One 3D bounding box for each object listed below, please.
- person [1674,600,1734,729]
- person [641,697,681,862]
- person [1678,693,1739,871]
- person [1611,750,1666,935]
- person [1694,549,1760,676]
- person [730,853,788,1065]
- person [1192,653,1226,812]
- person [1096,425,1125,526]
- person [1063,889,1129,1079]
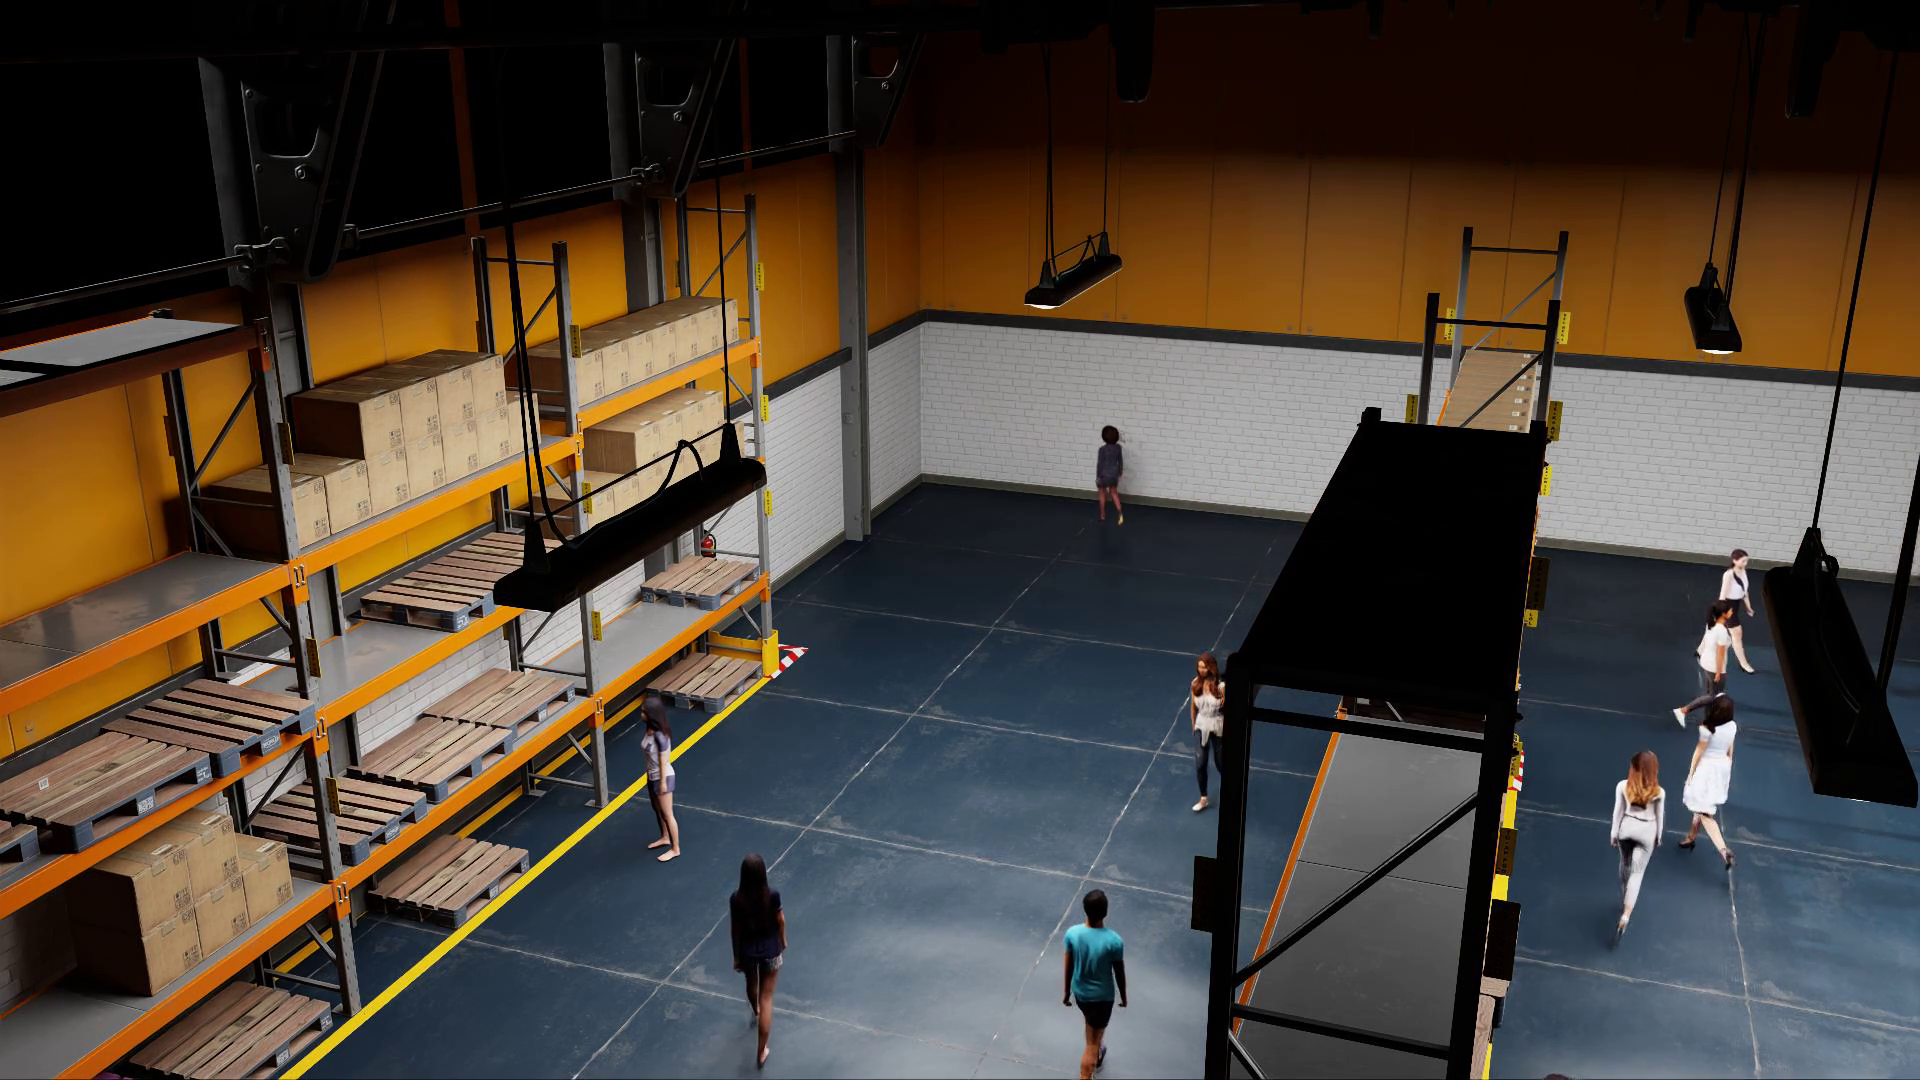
[{"bbox_3d":[8.646,1.477,19.266,0.792,1.632,0.866,1,19,2],"label":"person"},{"bbox_3d":[-2.991,2.350,16.562,0.705,1.704,0.662,-10,21,-28],"label":"person"},{"bbox_3d":[7.395,2.396,16.283,1.026,1.794,1.205,-4,19,-12],"label":"person"},{"bbox_3d":[6.174,2.793,15.203,0.706,1.732,1.143,10,21,27],"label":"person"},{"bbox_3d":[9.668,0.885,21.075,1.072,1.599,0.930,-17,25,-41],"label":"person"},{"bbox_3d":[-1.623,3.402,13.407,0.816,1.724,1.145,0,19,1],"label":"person"},{"bbox_3d":[2.685,1.998,17.515,0.694,1.761,0.899,9,21,25],"label":"person"},{"bbox_3d":[2.400,-0.975,26.468,0.947,1.682,1.016,-8,20,-23],"label":"person"},{"bbox_3d":[1.007,3.585,12.854,0.669,1.731,1.158,8,20,22],"label":"person"}]
